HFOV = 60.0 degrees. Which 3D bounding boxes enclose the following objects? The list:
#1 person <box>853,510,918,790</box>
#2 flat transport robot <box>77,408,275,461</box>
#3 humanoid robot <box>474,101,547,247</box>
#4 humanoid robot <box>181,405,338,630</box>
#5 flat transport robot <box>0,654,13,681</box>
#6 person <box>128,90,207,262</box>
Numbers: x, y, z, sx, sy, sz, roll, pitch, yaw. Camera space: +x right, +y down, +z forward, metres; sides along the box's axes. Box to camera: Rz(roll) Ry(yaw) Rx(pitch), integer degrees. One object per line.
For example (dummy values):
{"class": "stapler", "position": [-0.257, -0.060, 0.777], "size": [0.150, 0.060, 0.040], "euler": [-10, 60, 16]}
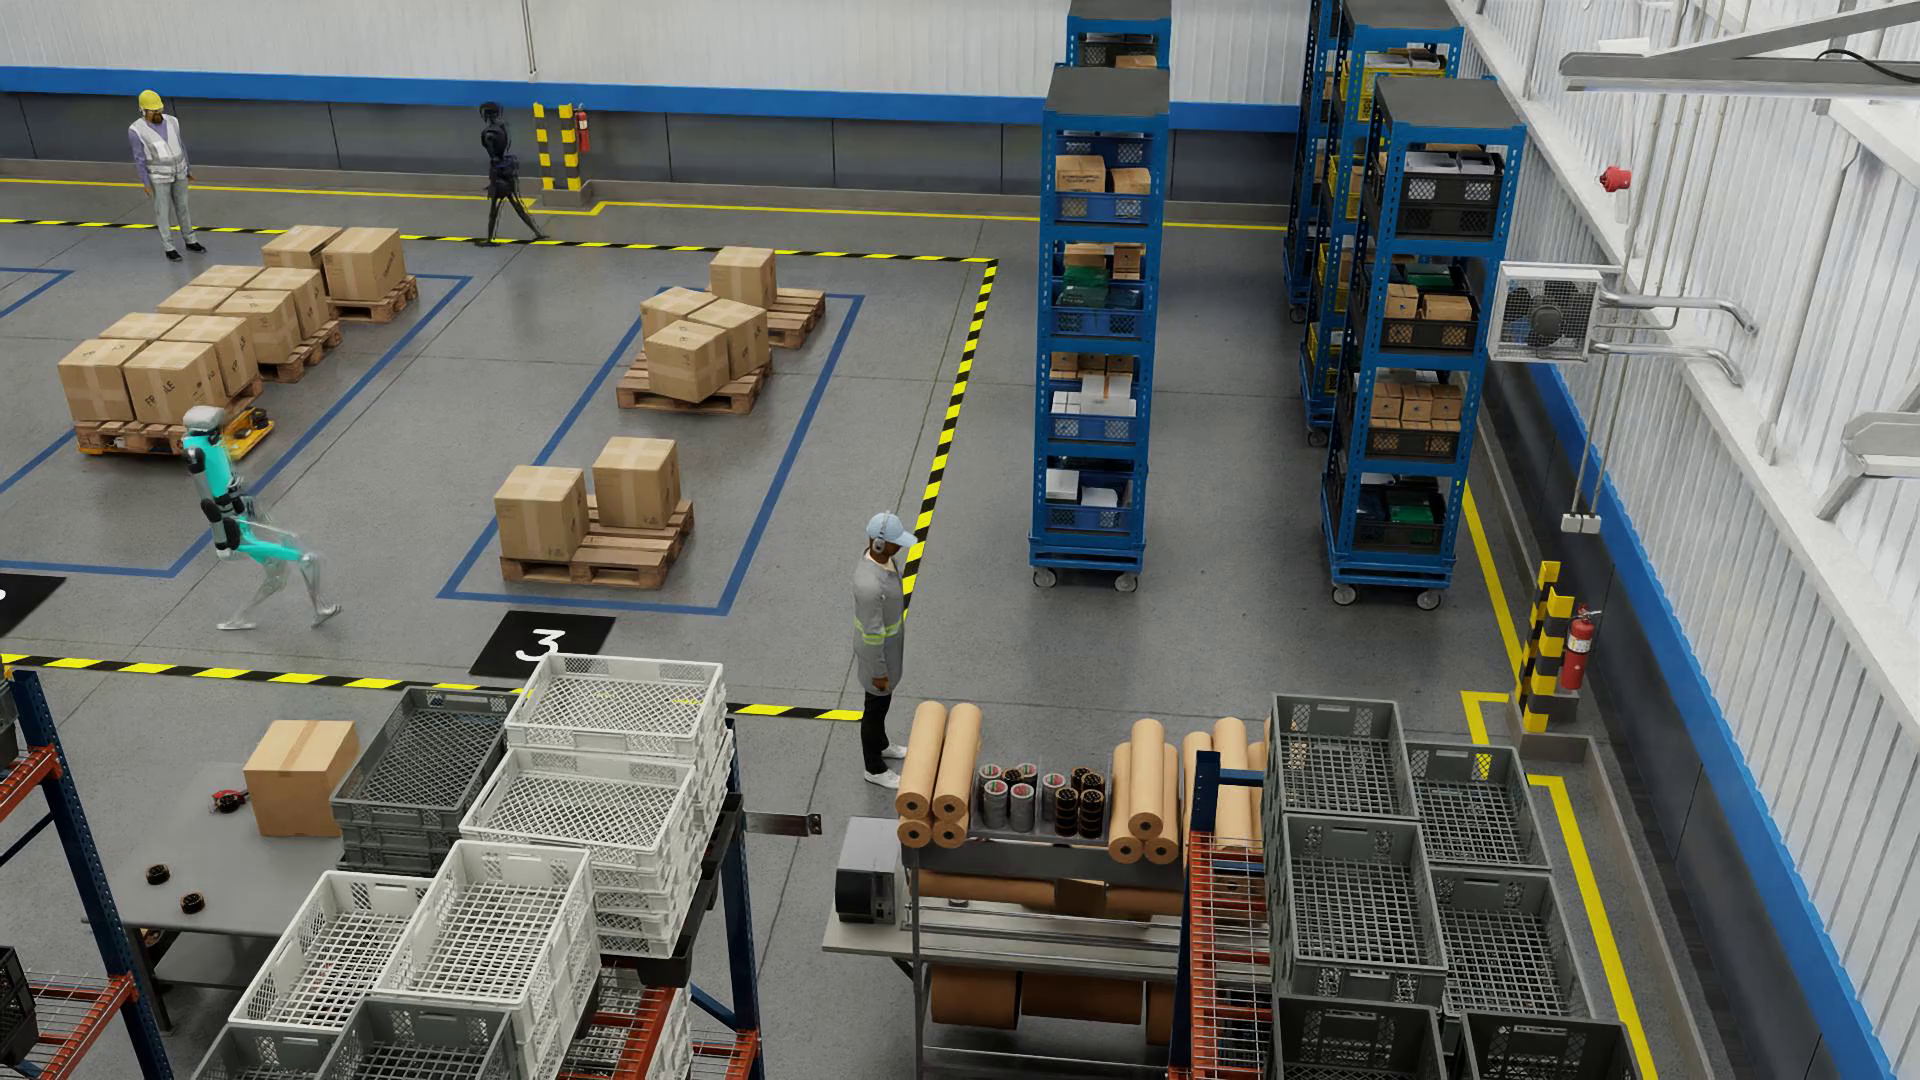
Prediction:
{"class": "person", "position": [-0.443, 0.645, 9.997], "size": [0.393, 1.848, 0.586], "euler": [2, 30, 4]}
{"class": "flat transport robot", "position": [-6.728, -0.944, 14.268], "size": [1.431, 0.197, 0.652], "euler": [3, 30, 6]}
{"class": "humanoid robot", "position": [-4.999, -3.998, 18.193], "size": [0.789, 1.627, 0.588], "euler": [-2, 30, -3]}
{"class": "humanoid robot", "position": [-4.759, -0.112, 11.457], "size": [1.018, 1.785, 0.531], "euler": [-4, 30, -7]}
{"class": "flat transport robot", "position": [-7.142, 0.969, 11.010], "size": [1.431, 0.231, 0.659], "euler": [3, 30, 6]}
{"class": "person", "position": [-8.509, -3.923, 17.856], "size": [0.403, 1.830, 0.597], "euler": [18, 35, 28]}
